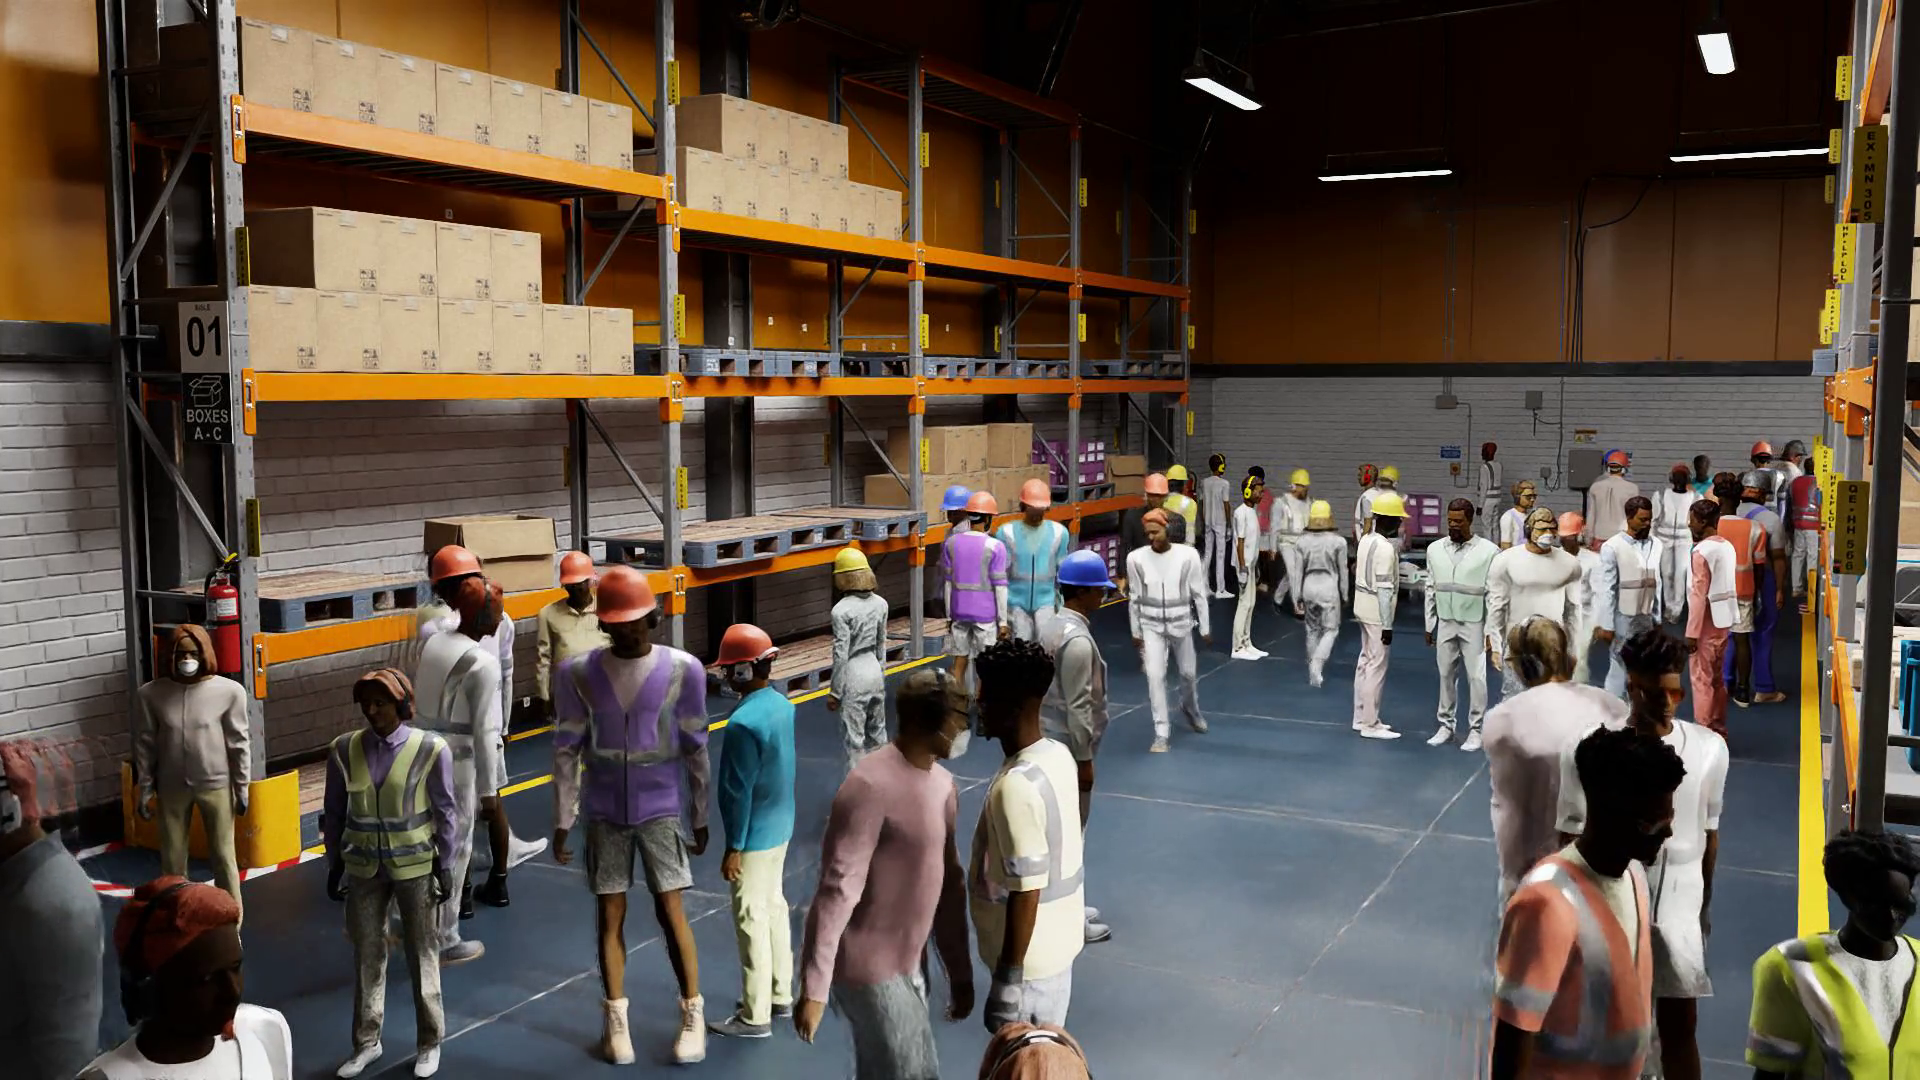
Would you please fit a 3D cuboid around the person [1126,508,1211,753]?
[{"bbox_3d":[1.593,0.651,12.709,0.636,1.845,0.846,1,5,12],"label":"person"}]

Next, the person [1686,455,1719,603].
[{"bbox_3d":[9.369,-0.142,21.033,0.591,1.899,0.660,2,6,24],"label":"person"}]

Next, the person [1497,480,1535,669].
[{"bbox_3d":[5.377,0.342,16.038,0.508,1.844,0.332,-5,7,-44],"label":"person"}]

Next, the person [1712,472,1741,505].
[{"bbox_3d":[8.192,0.188,17.807,0.429,1.831,0.635,3,6,28],"label":"person"}]

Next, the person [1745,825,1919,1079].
[{"bbox_3d":[2.195,1.526,4.089,0.539,1.694,0.317,0,5,0],"label":"person"}]

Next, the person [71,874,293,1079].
[{"bbox_3d":[-1.422,1.534,3.062,0.346,1.876,0.577,2,6,18],"label":"person"}]

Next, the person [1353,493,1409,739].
[{"bbox_3d":[3.287,0.589,13.005,0.397,1.918,0.588,0,5,-1],"label":"person"}]

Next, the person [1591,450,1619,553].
[{"bbox_3d":[8.282,-0.183,21.204,0.416,1.939,0.604,-1,5,-10],"label":"person"}]

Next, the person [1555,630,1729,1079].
[{"bbox_3d":[2.394,1.260,5.865,0.614,1.917,1.060,0,5,3],"label":"person"}]

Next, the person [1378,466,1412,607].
[{"bbox_3d":[5.151,0.000,20.124,0.568,1.783,0.964,5,7,42],"label":"person"}]

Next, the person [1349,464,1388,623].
[{"bbox_3d":[4.747,0.042,19.260,0.389,1.846,0.567,3,6,26],"label":"person"}]

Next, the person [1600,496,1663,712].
[{"bbox_3d":[5.189,0.606,12.880,0.598,1.908,0.401,-3,6,-28],"label":"person"}]

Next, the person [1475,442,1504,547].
[{"bbox_3d":[8.092,-0.554,25.481,0.355,1.882,0.575,5,7,43],"label":"person"}]

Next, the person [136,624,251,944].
[{"bbox_3d":[-3.658,1.203,7.958,0.504,1.629,0.282,-1,5,-12],"label":"person"}]

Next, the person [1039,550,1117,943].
[{"bbox_3d":[0.568,1.015,8.283,0.415,1.941,0.606,-1,5,-6],"label":"person"}]

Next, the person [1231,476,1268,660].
[{"bbox_3d":[2.905,0.280,16.685,0.351,1.856,0.519,2,6,22],"label":"person"}]

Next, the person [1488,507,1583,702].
[{"bbox_3d":[3.951,0.731,11.439,0.635,1.932,0.363,0,5,2],"label":"person"}]

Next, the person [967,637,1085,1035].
[{"bbox_3d":[0.205,1.283,5.267,0.365,1.964,0.610,1,6,15],"label":"person"}]

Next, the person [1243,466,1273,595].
[{"bbox_3d":[3.889,-0.128,21.868,0.541,1.698,0.315,-5,7,-42],"label":"person"}]

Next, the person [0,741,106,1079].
[{"bbox_3d":[-2.366,1.428,4.145,0.425,1.890,0.652,-4,7,-36],"label":"person"}]

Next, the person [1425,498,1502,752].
[{"bbox_3d":[3.800,0.633,12.594,0.584,1.911,0.392,5,7,40],"label":"person"}]

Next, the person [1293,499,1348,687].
[{"bbox_3d":[3.242,0.494,15.052,0.490,1.722,0.641,3,6,27],"label":"person"}]

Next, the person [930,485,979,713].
[{"bbox_3d":[-0.008,0.503,13.842,0.447,1.927,0.658,-2,6,-19],"label":"person"}]

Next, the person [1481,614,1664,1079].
[{"bbox_3d":[2.282,1.245,6.099,0.669,1.904,0.766,-1,5,-10],"label":"person"}]

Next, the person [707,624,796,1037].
[{"bbox_3d":[-0.893,1.225,7.112,0.351,1.738,0.573,1,5,13],"label":"person"}]

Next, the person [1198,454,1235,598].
[{"bbox_3d":[3.317,-0.178,21.506,0.325,1.871,0.524,-5,7,-43],"label":"person"}]

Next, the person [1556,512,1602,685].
[{"bbox_3d":[4.917,0.637,13.420,0.581,1.736,0.406,5,7,44],"label":"person"}]

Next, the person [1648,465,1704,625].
[{"bbox_3d":[8.336,0.041,19.369,0.593,1.845,0.985,3,6,29],"label":"person"}]

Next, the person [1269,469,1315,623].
[{"bbox_3d":[3.895,0.044,19.559,0.596,1.793,0.913,-3,6,-26],"label":"person"}]

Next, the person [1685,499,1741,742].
[{"bbox_3d":[5.588,0.650,12.411,0.405,1.909,0.597,5,7,43],"label":"person"}]

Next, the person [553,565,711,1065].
[{"bbox_3d":[-1.336,1.114,6.765,0.618,2.028,0.493,0,5,0],"label":"person"}]

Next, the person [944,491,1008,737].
[{"bbox_3d":[0.137,0.581,13.071,0.552,1.923,0.390,3,6,29],"label":"person"}]

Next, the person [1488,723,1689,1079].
[{"bbox_3d":[1.458,1.392,4.246,0.695,1.933,0.642,5,7,42],"label":"person"}]

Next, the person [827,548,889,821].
[{"bbox_3d":[-0.659,0.915,10.451,0.307,1.737,0.484,4,7,37],"label":"person"}]

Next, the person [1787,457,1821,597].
[{"bbox_3d":[10.940,-0.152,21.377,0.430,1.845,0.619,-1,5,-15],"label":"person"}]

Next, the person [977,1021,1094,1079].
[{"bbox_3d":[0.140,1.662,2.918,0.515,1.641,0.315,-1,5,-13],"label":"person"}]

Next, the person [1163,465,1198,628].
[{"bbox_3d":[2.355,0.104,18.452,0.589,1.883,0.981,3,6,28],"label":"person"}]

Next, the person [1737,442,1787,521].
[{"bbox_3d":[10.108,-0.222,21.049,0.609,2.044,0.393,0,5,4],"label":"person"}]

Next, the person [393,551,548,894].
[{"bbox_3d":[-2.777,0.981,9.118,1.038,1.860,0.593,-4,7,-36],"label":"person"}]

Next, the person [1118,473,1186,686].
[{"bbox_3d":[1.798,0.339,15.563,0.617,1.953,1.002,1,5,10],"label":"person"}]

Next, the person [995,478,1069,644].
[{"bbox_3d":[0.577,0.508,13.367,0.614,2.018,0.567,0,5,-3],"label":"person"}]

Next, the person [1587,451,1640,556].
[{"bbox_3d":[7.678,-0.048,19.510,0.620,1.985,0.408,5,7,44],"label":"person"}]

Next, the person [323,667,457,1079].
[{"bbox_3d":[-2.264,1.319,6.619,0.523,1.639,0.306,0,5,1],"label":"person"}]

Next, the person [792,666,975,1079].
[{"bbox_3d":[-0.171,1.340,5.089,0.666,1.886,0.707,2,6,20],"label":"person"}]

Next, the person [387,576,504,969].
[{"bbox_3d":[-2.386,1.099,7.811,0.606,1.858,0.517,5,7,42],"label":"person"}]

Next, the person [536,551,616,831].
[{"bbox_3d":[-2.327,0.931,10.261,0.569,1.741,0.353,0,5,-3],"label":"person"}]

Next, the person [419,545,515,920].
[{"bbox_3d":[-2.576,0.988,8.636,0.366,1.931,0.542,4,7,37],"label":"person"}]

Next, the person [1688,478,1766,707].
[{"bbox_3d":[6.551,0.451,14.216,0.610,1.964,0.366,1,5,8],"label":"person"}]

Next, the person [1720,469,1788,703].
[{"bbox_3d":[6.933,0.385,14.533,0.535,2.000,0.674,-3,6,-32],"label":"person"}]
